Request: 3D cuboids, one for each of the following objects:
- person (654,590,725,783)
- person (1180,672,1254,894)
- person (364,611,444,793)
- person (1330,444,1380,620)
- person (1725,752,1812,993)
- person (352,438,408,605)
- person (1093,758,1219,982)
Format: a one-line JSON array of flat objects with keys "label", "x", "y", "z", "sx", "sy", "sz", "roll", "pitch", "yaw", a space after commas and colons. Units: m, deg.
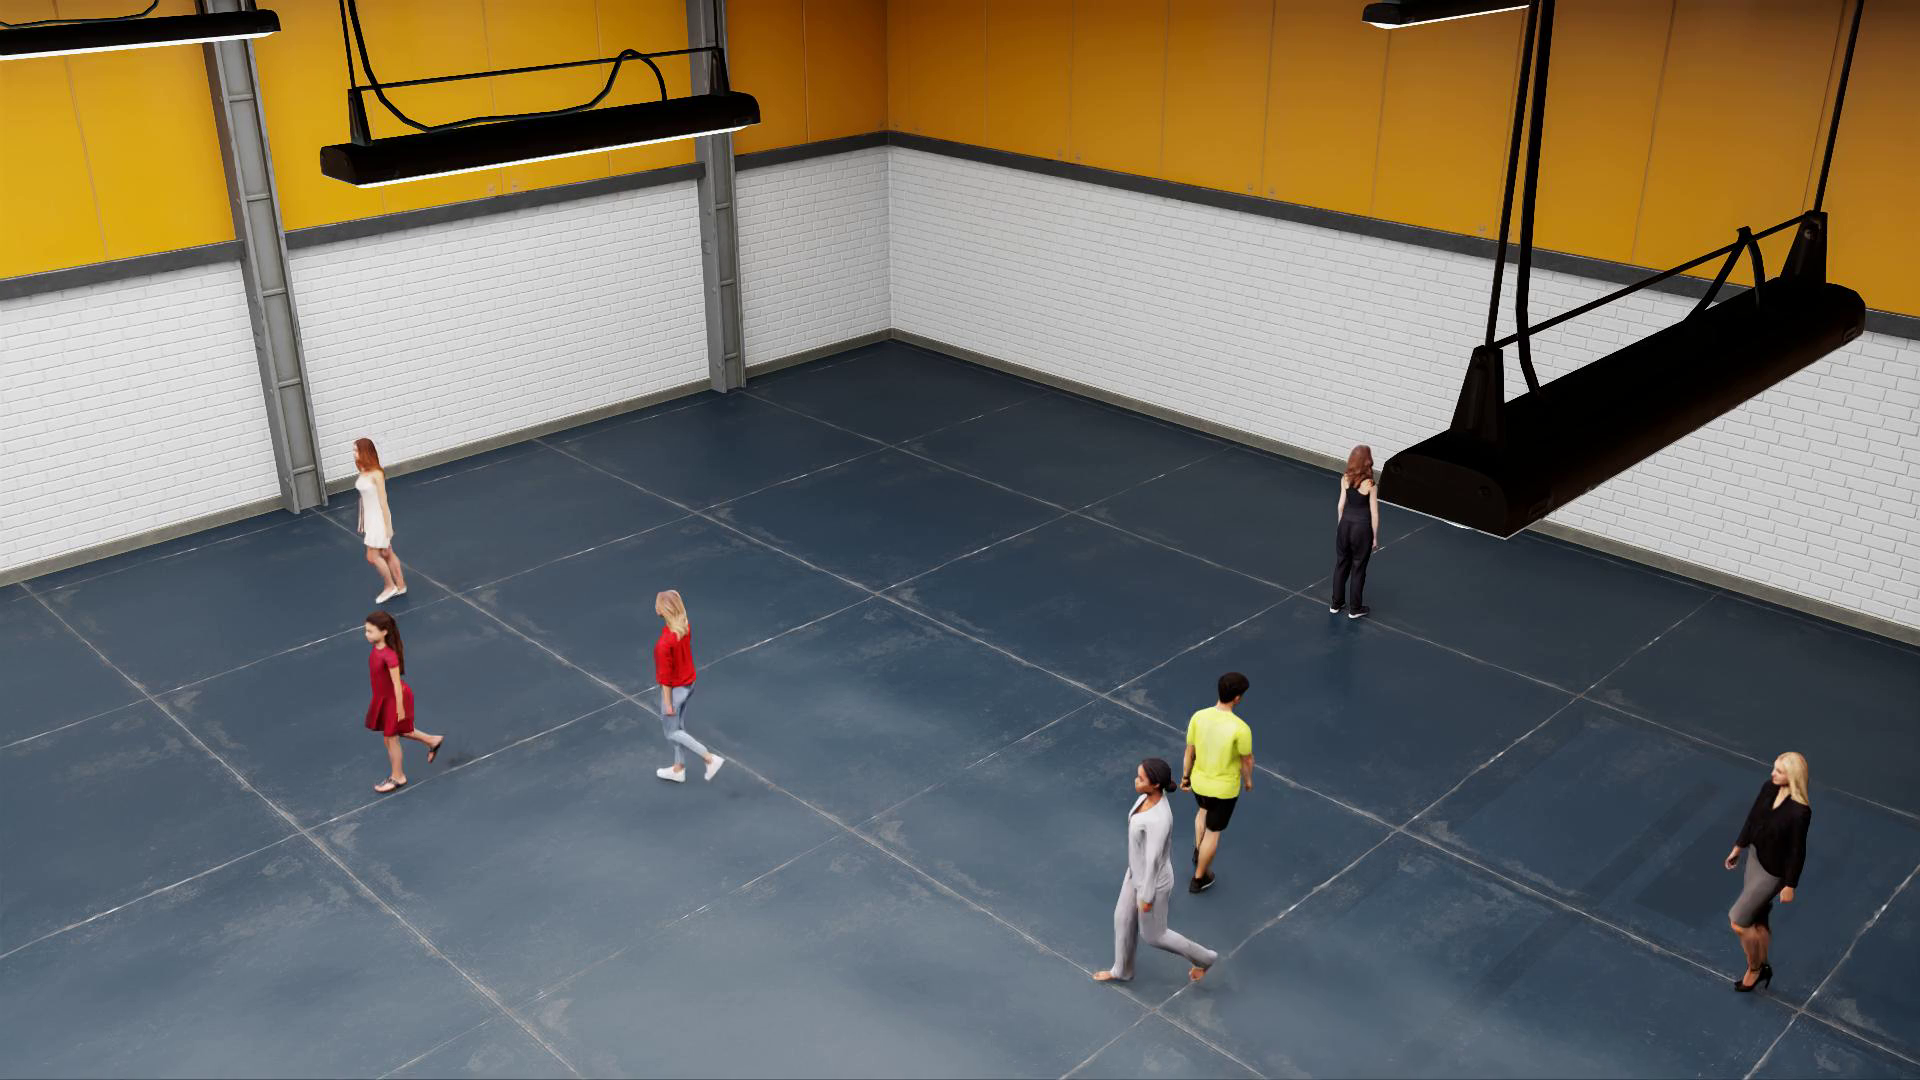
[{"label": "person", "x": -2.166, "y": 1.195, "z": 13.102, "sx": 0.898, "sy": 1.690, "sz": 0.917, "roll": 8, "pitch": 25, "yaw": 18}, {"label": "person", "x": 1.786, "y": 1.763, "z": 11.821, "sx": 0.715, "sy": 1.676, "sz": 0.864, "roll": 15, "pitch": 28, "yaw": 31}, {"label": "person", "x": -4.439, "y": 1.235, "z": 13.201, "sx": 0.875, "sy": 1.538, "sz": 0.618, "roll": -16, "pitch": 28, "yaw": -32}, {"label": "person", "x": 3.792, "y": -0.095, "z": 15.982, "sx": 0.580, "sy": 1.746, "sz": 0.533, "roll": 19, "pitch": 30, "yaw": 37}, {"label": "person", "x": 5.293, "y": 2.164, "z": 10.716, "sx": 0.822, "sy": 1.827, "sz": 0.764, "roll": -1, "pitch": 24, "yaw": -1}, {"label": "person", "x": -5.621, "y": -0.212, "z": 16.311, "sx": 0.625, "sy": 1.699, "sz": 0.592, "roll": -20, "pitch": 30, "yaw": -38}, {"label": "person", "x": 1.312, "y": 2.191, "z": 10.799, "sx": 1.121, "sy": 1.711, "sz": 1.032, "roll": -1, "pitch": 24, "yaw": -3}]
